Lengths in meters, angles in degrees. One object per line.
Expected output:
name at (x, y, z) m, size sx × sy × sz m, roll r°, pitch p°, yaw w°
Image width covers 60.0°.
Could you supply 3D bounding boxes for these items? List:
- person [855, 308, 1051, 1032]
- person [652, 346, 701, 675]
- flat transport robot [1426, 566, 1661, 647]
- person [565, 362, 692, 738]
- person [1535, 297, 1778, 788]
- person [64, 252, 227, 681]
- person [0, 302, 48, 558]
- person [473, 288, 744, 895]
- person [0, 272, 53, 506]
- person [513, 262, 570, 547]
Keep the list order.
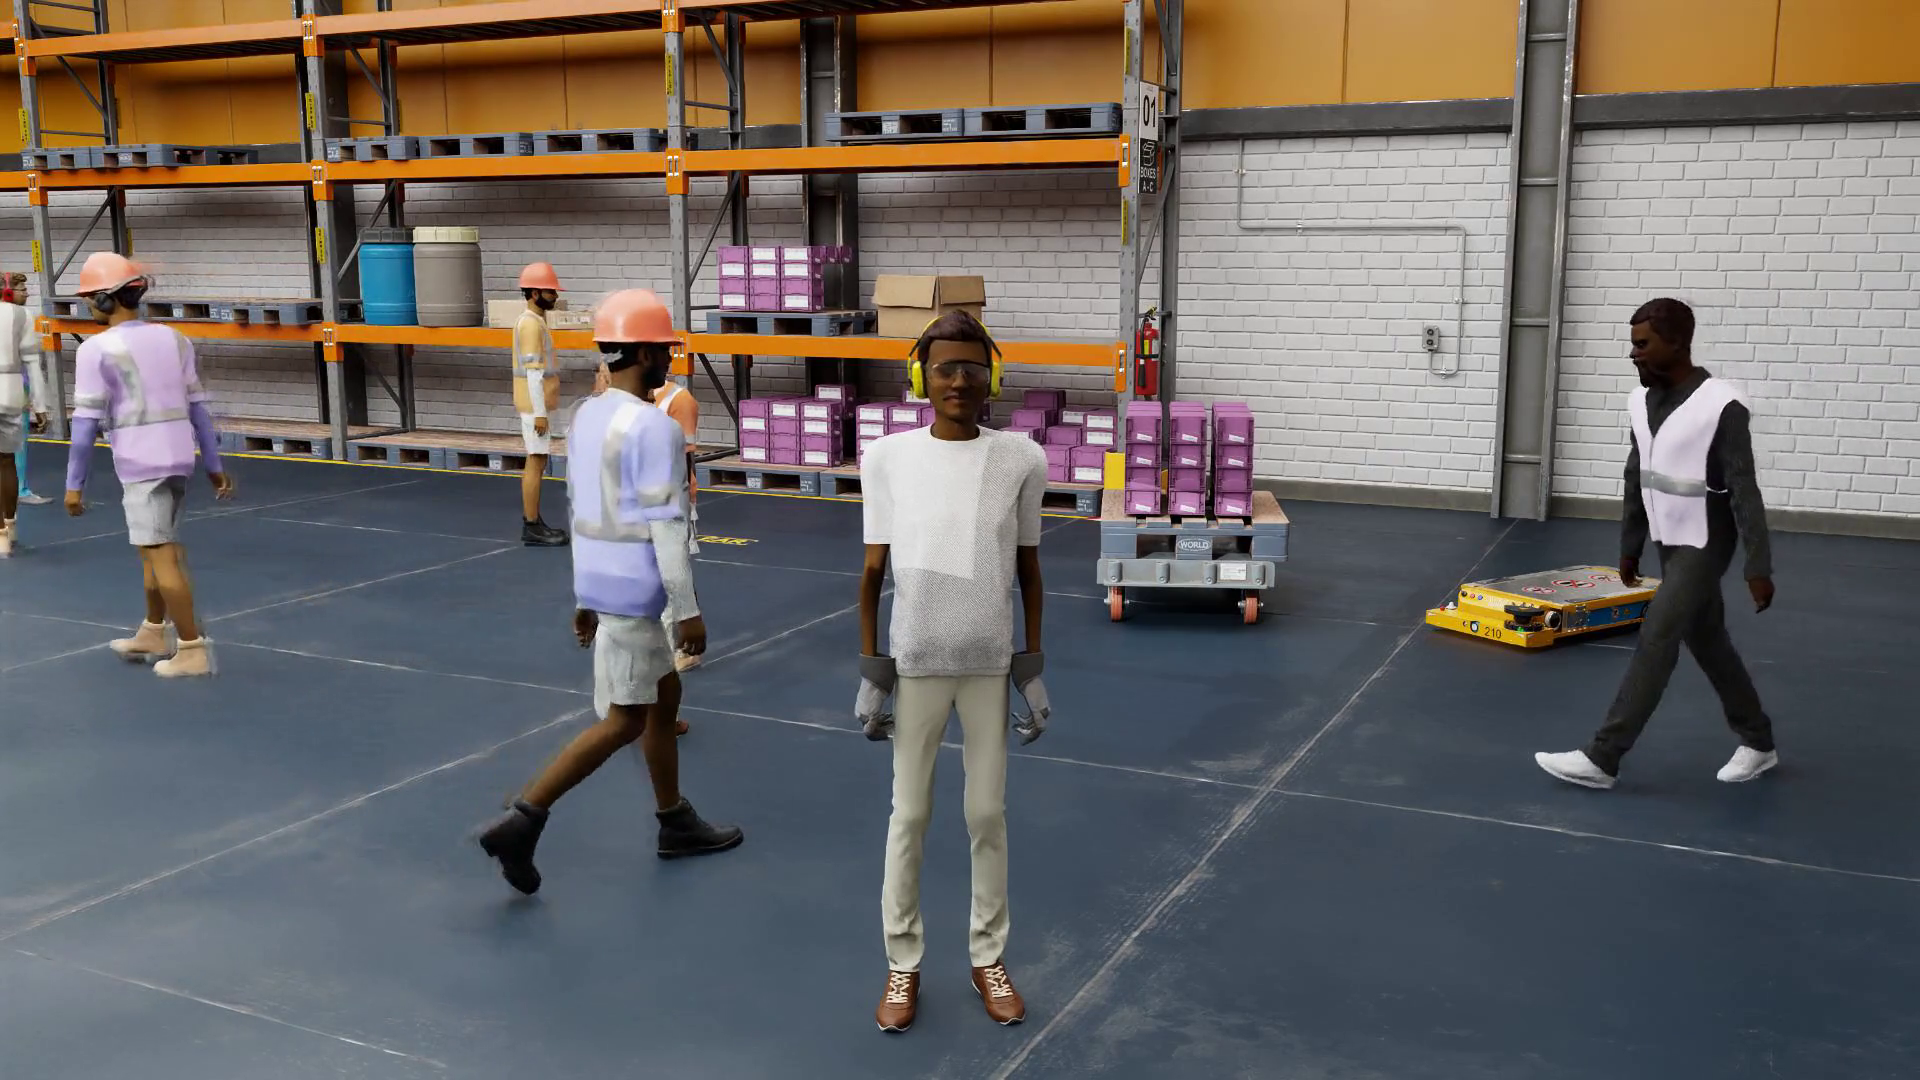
person at (-0.017, 0.343, 4.324) m, size 0.513 × 1.876 × 0.328 m, roll -1°, pitch 10°, yaw -7°
person at (-1.458, -0.198, 7.955) m, size 0.530 × 1.689 × 0.321 m, roll 7°, pitch 12°, yaw 34°
flat transport robot at (3.251, 0.338, 8.940) m, size 1.431 × 0.197 × 0.652 m, roll -6°, pitch 12°, yaw -32°
person at (-1.344, 0.030, 6.799) m, size 0.500 × 1.636 × 0.284 m, roll 0°, pitch 10°, yaw -2°
person at (2.718, 0.028, 6.216) m, size 1.013 × 1.846 × 0.662 m, roll -2°, pitch 10°, yaw -9°
person at (-3.900, -0.341, 7.870) m, size 0.865 × 2.003 × 0.687 m, roll 3°, pitch 10°, yaw 18°
person at (-6.513, -0.910, 11.088) m, size 0.822 × 2.015 × 0.640 m, roll 9°, pitch 14°, yaw 43°
person at (-1.135, 0.163, 5.276) m, size 0.871 × 1.909 × 0.550 m, roll -6°, pitch 12°, yaw -31°
person at (-7.525, -1.193, 13.195) m, size 0.375 × 1.844 × 0.567 m, roll -8°, pitch 13°, yaw -37°
person at (-2.867, -0.925, 11.403) m, size 0.373 × 1.934 × 0.552 m, roll -3°, pitch 10°, yaw -16°
